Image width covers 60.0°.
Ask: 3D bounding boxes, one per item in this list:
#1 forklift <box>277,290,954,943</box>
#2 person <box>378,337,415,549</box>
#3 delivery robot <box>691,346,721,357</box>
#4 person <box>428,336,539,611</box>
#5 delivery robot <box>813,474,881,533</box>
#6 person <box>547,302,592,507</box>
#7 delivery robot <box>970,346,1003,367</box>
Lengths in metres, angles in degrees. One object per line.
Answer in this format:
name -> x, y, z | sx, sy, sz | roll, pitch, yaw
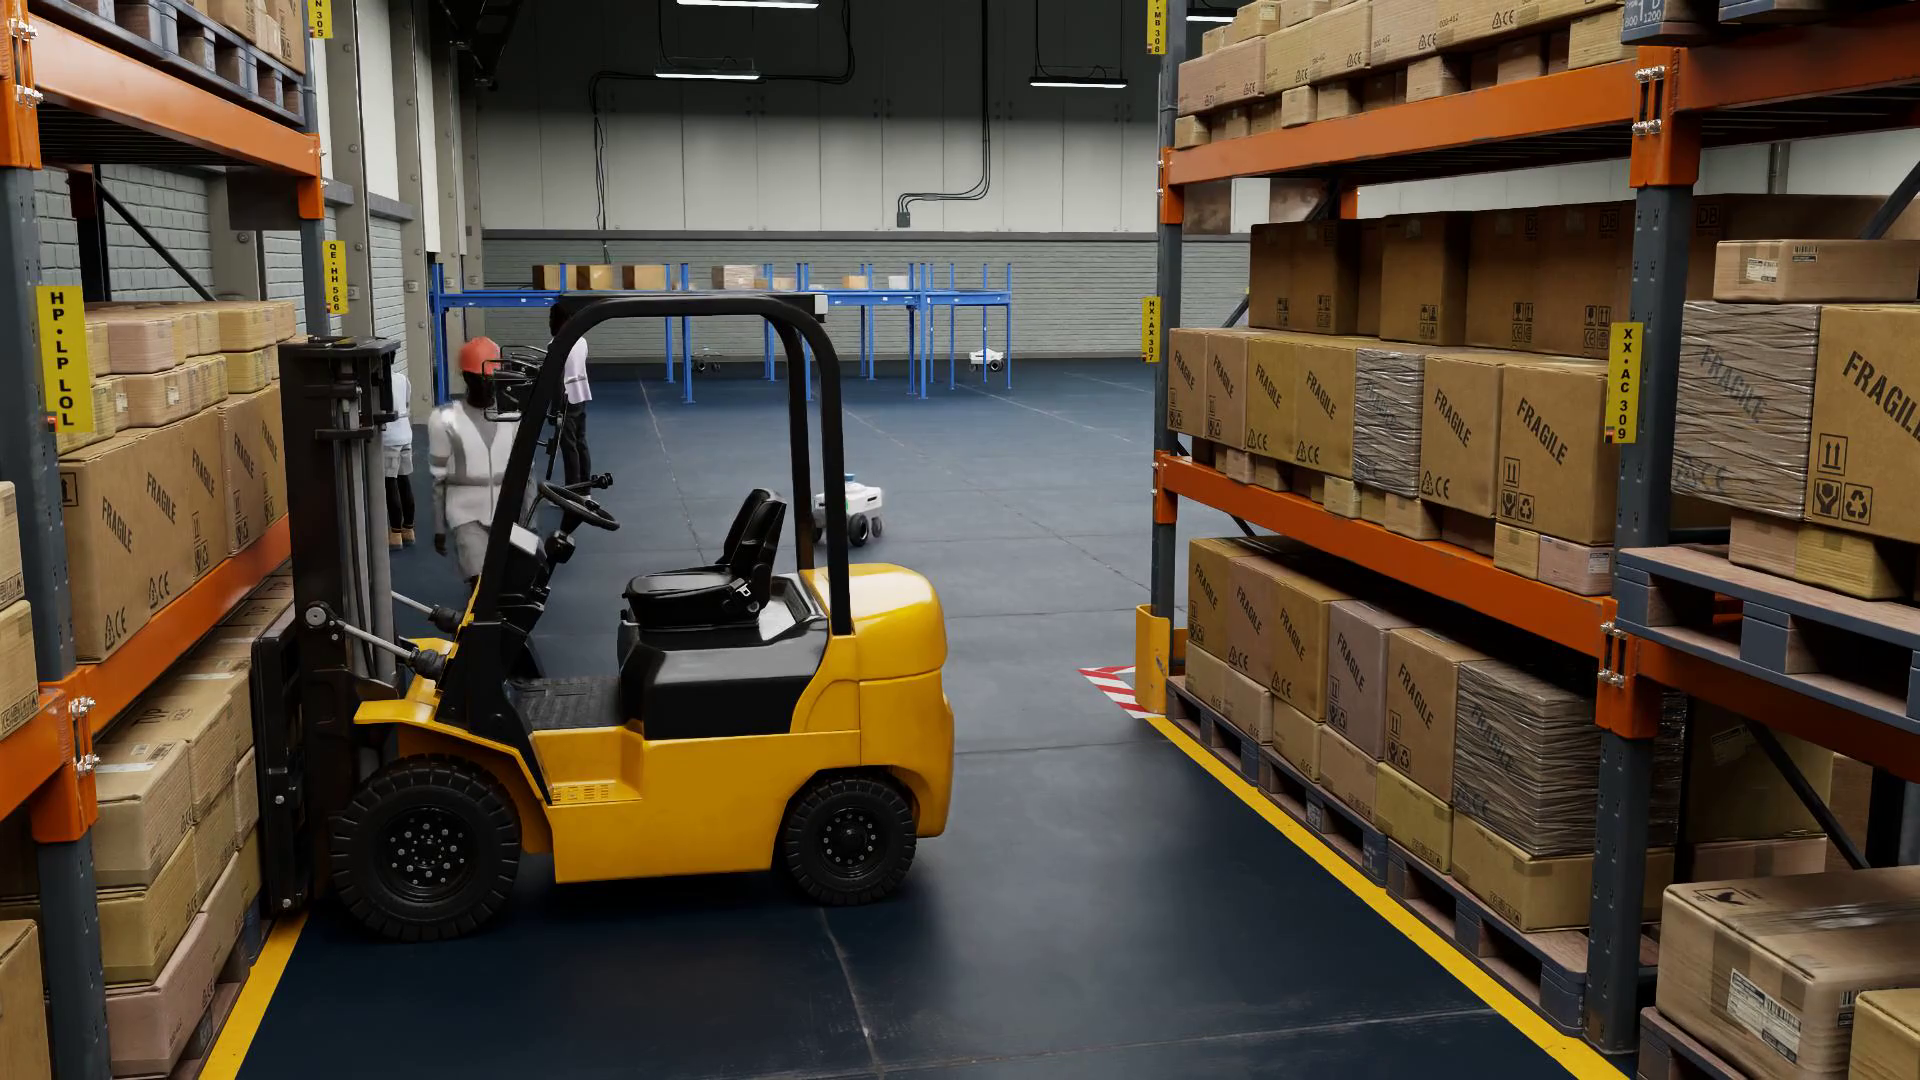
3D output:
forklift -> -1.179, 0.175, 6.143 | 2.313, 2.155, 1.214 | -2, 10, -12
person -> -4.578, -0.778, 13.340 | 0.319, 1.695, 0.533 | 1, 9, 7
delivery robot -> -5.539, -4.104, 36.136 | 0.698, 0.223, 0.335 | -8, 12, -39
person -> -2.575, -0.148, 8.916 | 0.551, 1.904, 0.906 | -6, 11, -34
delivery robot -> -0.928, -0.304, 13.760 | 0.477, 0.478, 0.707 | 4, 10, 22
person -> -3.702, -1.284, 15.743 | 0.398, 1.920, 0.589 | 2, 10, 15
delivery robot -> 0.569, -3.974, 36.131 | 0.707, 0.478, 0.477 | 2, 10, 10
